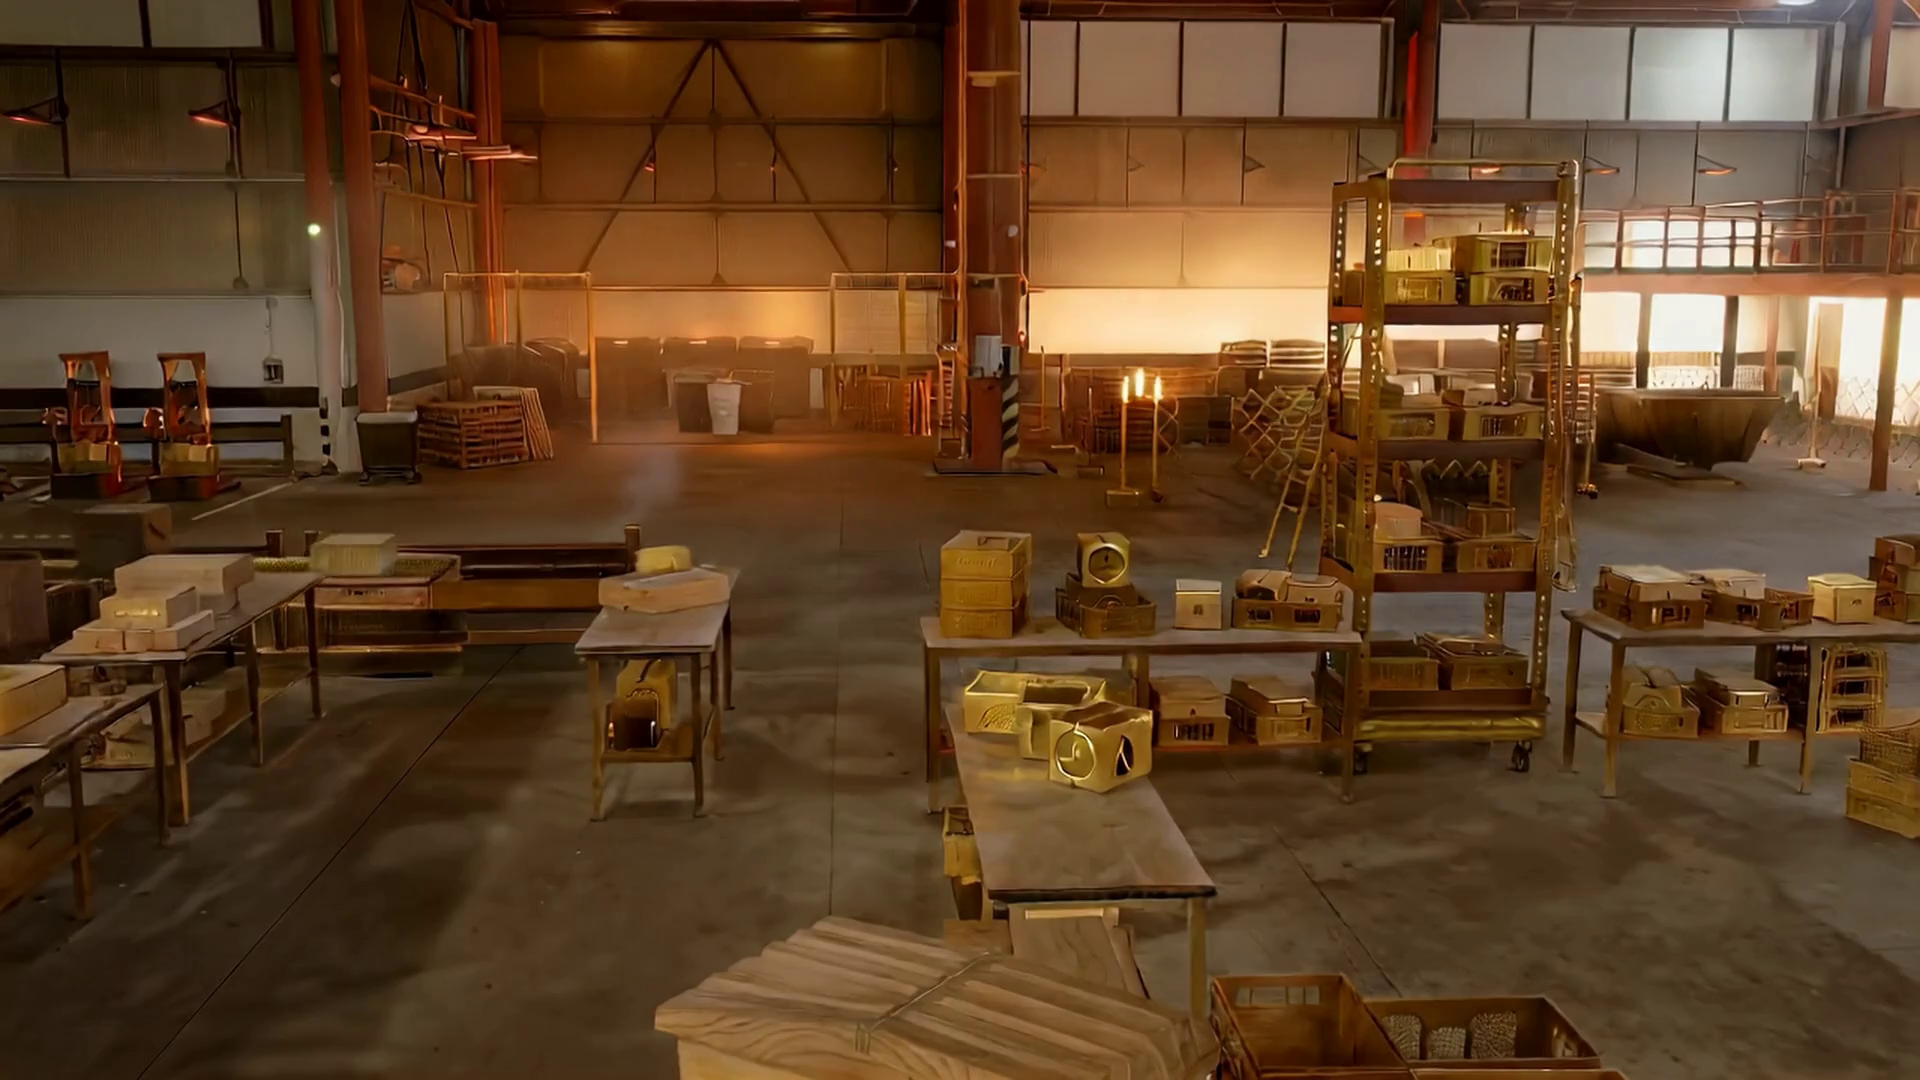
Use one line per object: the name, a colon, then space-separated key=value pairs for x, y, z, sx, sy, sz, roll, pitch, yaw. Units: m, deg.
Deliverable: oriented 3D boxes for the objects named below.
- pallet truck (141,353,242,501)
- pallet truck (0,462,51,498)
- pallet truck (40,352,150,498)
pallet truck: x=-10.520 y=-1.604 z=22.925 sx=0.823 sy=1.965 sz=1.885 roll=-1 pitch=9 yaw=-6
pallet truck: x=-13.193 y=-1.293 z=23.148 sx=0.653 sy=1.274 sz=1.630 roll=-1 pitch=9 yaw=-4
pallet truck: x=-11.907 y=-1.642 z=23.165 sx=0.823 sy=1.965 sz=1.885 roll=0 pitch=9 yaw=0
